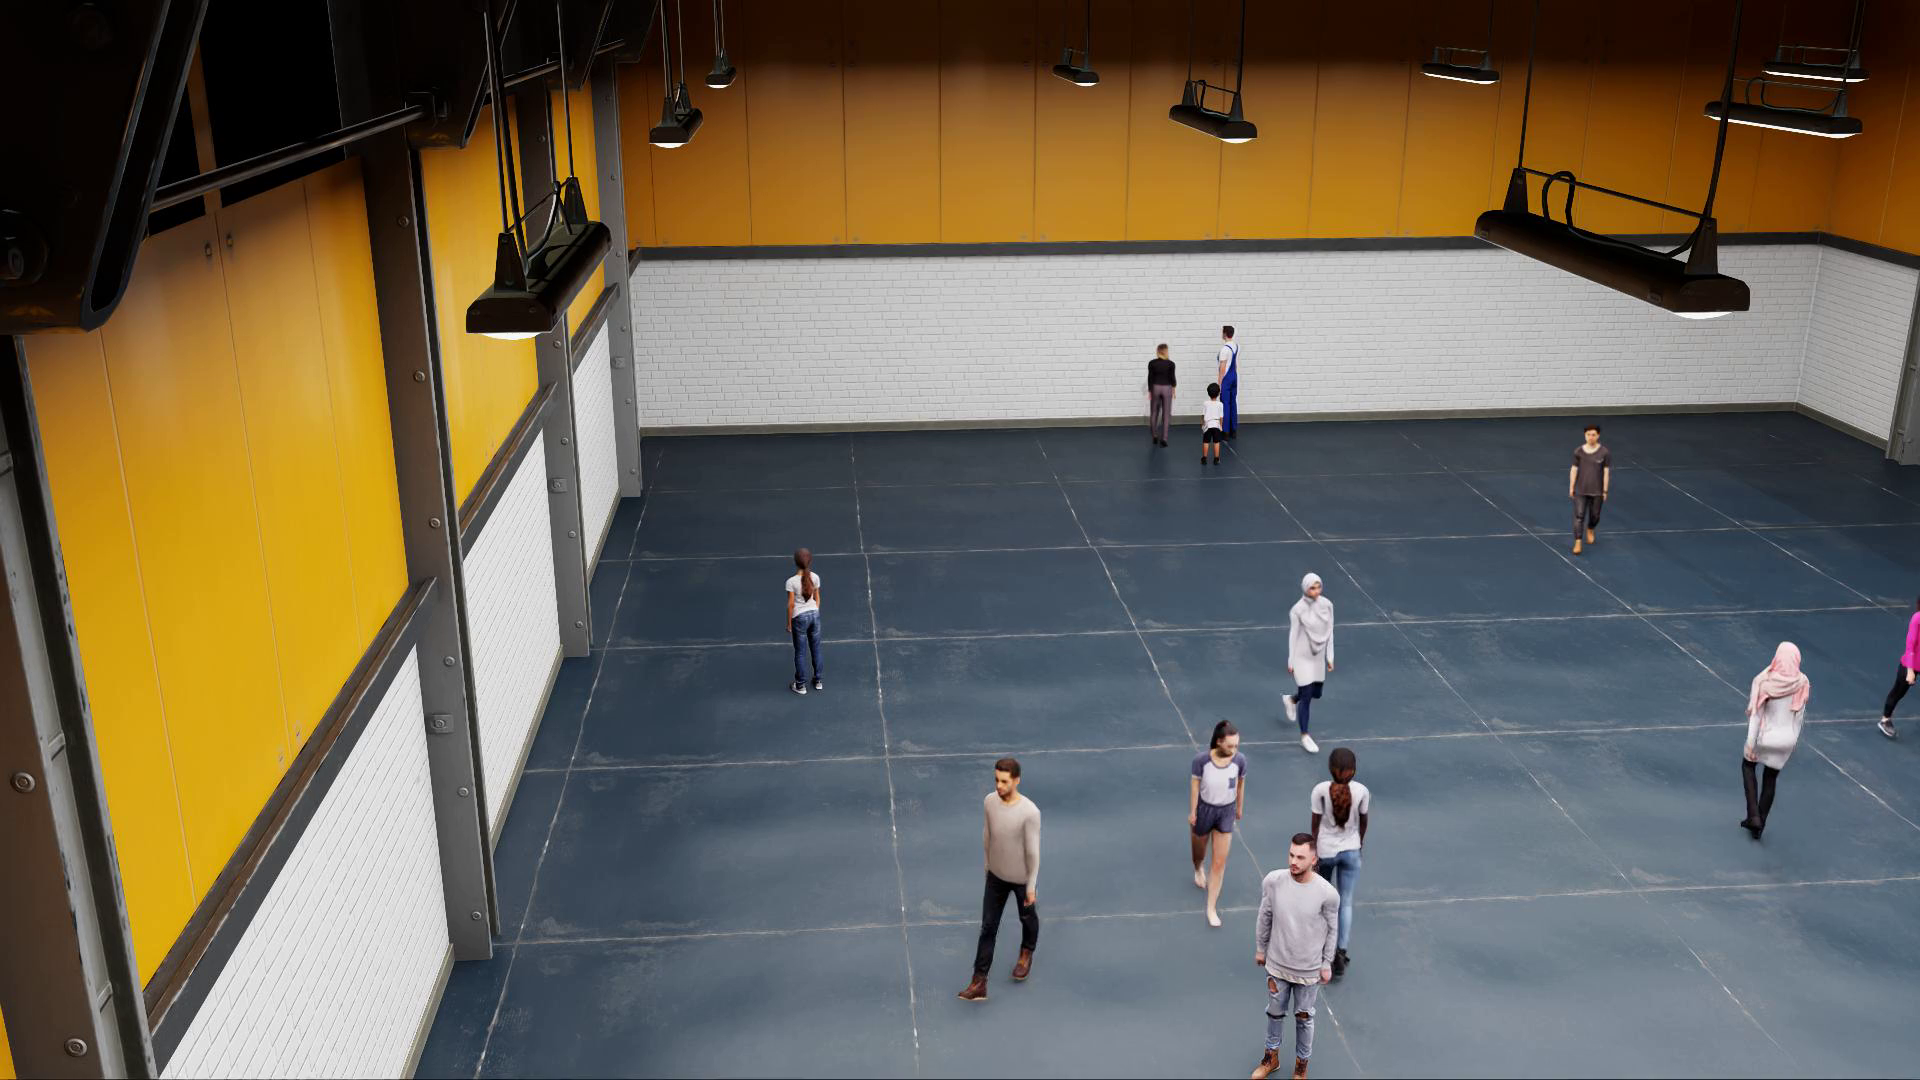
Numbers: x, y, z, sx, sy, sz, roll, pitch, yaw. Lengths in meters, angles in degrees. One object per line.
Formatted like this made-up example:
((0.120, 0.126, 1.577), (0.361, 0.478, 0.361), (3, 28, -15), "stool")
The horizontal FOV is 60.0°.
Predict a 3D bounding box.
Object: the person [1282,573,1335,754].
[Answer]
((3.318, 1.129, 16.004), (0.800, 1.757, 1.033), (-7, 20, -20), "person")

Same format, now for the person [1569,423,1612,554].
((8.131, -0.686, 21.482), (0.864, 1.700, 0.993), (8, 20, 23), "person")

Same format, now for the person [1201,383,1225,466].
((3.856, -1.775, 25.413), (0.524, 1.256, 0.537), (3, 19, 9), "person")

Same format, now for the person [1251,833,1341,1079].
((2.213, 2.769, 11.004), (0.768, 1.840, 0.763), (9, 21, 25), "person")

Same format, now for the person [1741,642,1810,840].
((6.927, 1.742, 14.129), (0.715, 1.792, 0.743), (3, 19, 9), "person")

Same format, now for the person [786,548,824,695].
((-1.605, 0.816, 17.236), (0.615, 1.563, 0.639), (-10, 21, -28), "person")

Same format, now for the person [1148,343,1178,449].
((3.182, -2.281, 26.266), (0.688, 1.669, 0.699), (6, 19, 17), "person")

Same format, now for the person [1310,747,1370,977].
((2.820, 2.402, 12.360), (0.749, 1.671, 1.201), (2, 19, 7), "person")

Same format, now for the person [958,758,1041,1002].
((0.428, 2.410, 12.098), (1.074, 1.823, 1.233), (10, 21, 27), "person")

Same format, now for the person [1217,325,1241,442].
((4.305, -2.545, 26.770), (0.767, 1.849, 0.723), (17, 25, 42), "person")

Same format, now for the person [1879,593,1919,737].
((9.143, 1.202, 15.960), (0.594, 1.647, 1.126), (-1, 19, -4), "person")

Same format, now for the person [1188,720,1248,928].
((1.979, 2.159, 13.173), (0.674, 1.613, 1.052), (1, 19, 4), "person")
